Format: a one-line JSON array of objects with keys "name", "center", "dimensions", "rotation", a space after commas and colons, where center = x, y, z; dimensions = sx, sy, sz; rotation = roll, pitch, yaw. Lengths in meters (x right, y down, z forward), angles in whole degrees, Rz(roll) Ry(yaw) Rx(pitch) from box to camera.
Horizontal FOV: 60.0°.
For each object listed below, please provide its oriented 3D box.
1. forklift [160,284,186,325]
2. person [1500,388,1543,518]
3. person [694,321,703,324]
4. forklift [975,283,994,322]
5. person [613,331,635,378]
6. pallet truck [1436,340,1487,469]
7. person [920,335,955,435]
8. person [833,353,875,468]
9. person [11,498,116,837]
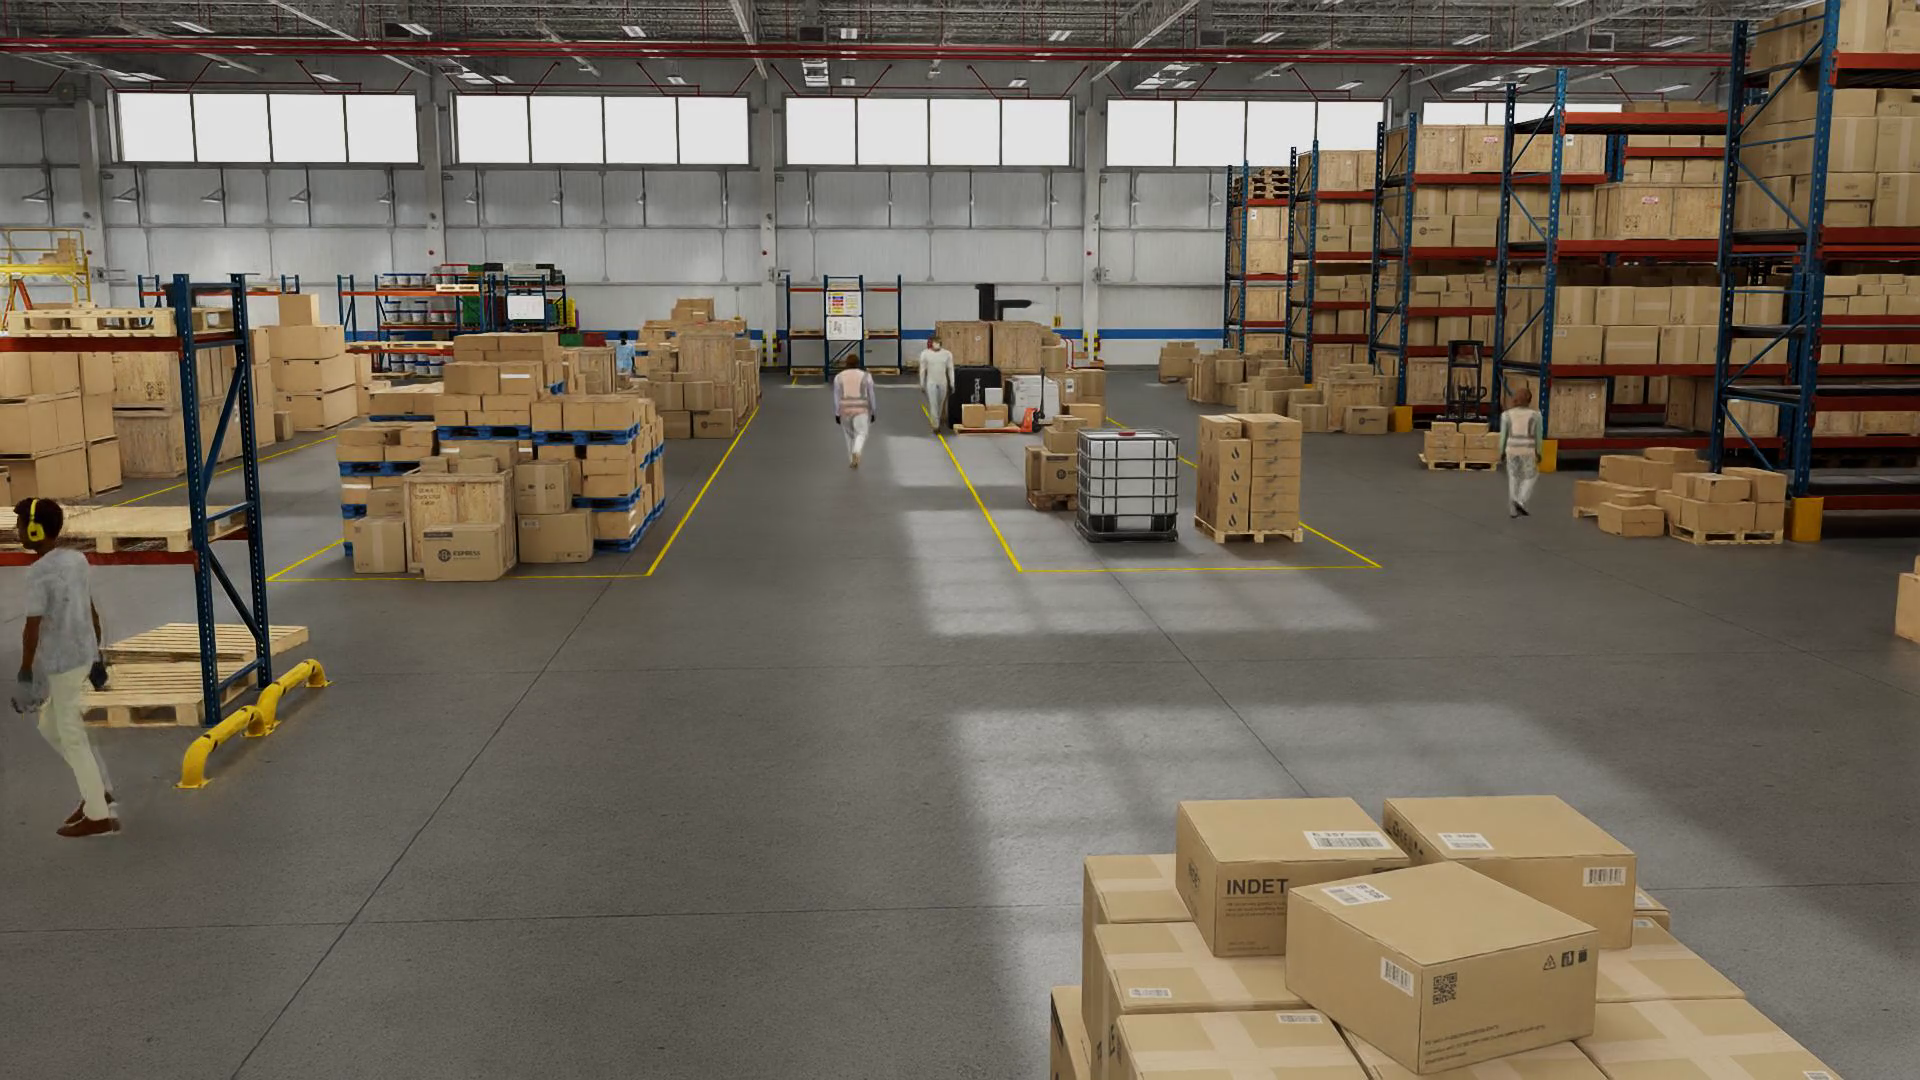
[{"name": "forklift", "center": [-17.699, -4.394, 37.621], "dimensions": [1.873, 2.768, 1.129], "rotation": [-6, 11, -32]}, {"name": "person", "center": [6.991, -1.080, 20.724], "dimensions": [0.533, 1.625, 0.373], "rotation": [6, 11, 34]}, {"name": "person", "center": [-6.270, -4.487, 41.265], "dimensions": [0.743, 1.908, 0.558], "rotation": [-4, 10, -21]}, {"name": "forklift", "center": [0.615, -4.766, 39.959], "dimensions": [1.873, 2.768, 1.129], "rotation": [-1, 9, -4]}, {"name": "person", "center": [-8.042, -4.135, 39.733], "dimensions": [0.544, 1.690, 0.459], "rotation": [-1, 9, -9]}, {"name": "pallet truck", "center": [8.004, -2.170, 26.422], "dimensions": [0.823, 1.965, 1.885], "rotation": [2, 9, 14]}, {"name": "person", "center": [-0.443, -2.963, 31.763], "dimensions": [0.644, 1.895, 1.017], "rotation": [-2, 9, -11]}, {"name": "person", "center": [-1.653, -1.996, 25.869], "dimensions": [0.637, 1.826, 0.696], "rotation": [1, 9, 7]}, {"name": "person", "center": [-4.803, 0.694, 8.893], "dimensions": [0.472, 1.851, 0.537], "rotation": [-1, 9, -5]}]
